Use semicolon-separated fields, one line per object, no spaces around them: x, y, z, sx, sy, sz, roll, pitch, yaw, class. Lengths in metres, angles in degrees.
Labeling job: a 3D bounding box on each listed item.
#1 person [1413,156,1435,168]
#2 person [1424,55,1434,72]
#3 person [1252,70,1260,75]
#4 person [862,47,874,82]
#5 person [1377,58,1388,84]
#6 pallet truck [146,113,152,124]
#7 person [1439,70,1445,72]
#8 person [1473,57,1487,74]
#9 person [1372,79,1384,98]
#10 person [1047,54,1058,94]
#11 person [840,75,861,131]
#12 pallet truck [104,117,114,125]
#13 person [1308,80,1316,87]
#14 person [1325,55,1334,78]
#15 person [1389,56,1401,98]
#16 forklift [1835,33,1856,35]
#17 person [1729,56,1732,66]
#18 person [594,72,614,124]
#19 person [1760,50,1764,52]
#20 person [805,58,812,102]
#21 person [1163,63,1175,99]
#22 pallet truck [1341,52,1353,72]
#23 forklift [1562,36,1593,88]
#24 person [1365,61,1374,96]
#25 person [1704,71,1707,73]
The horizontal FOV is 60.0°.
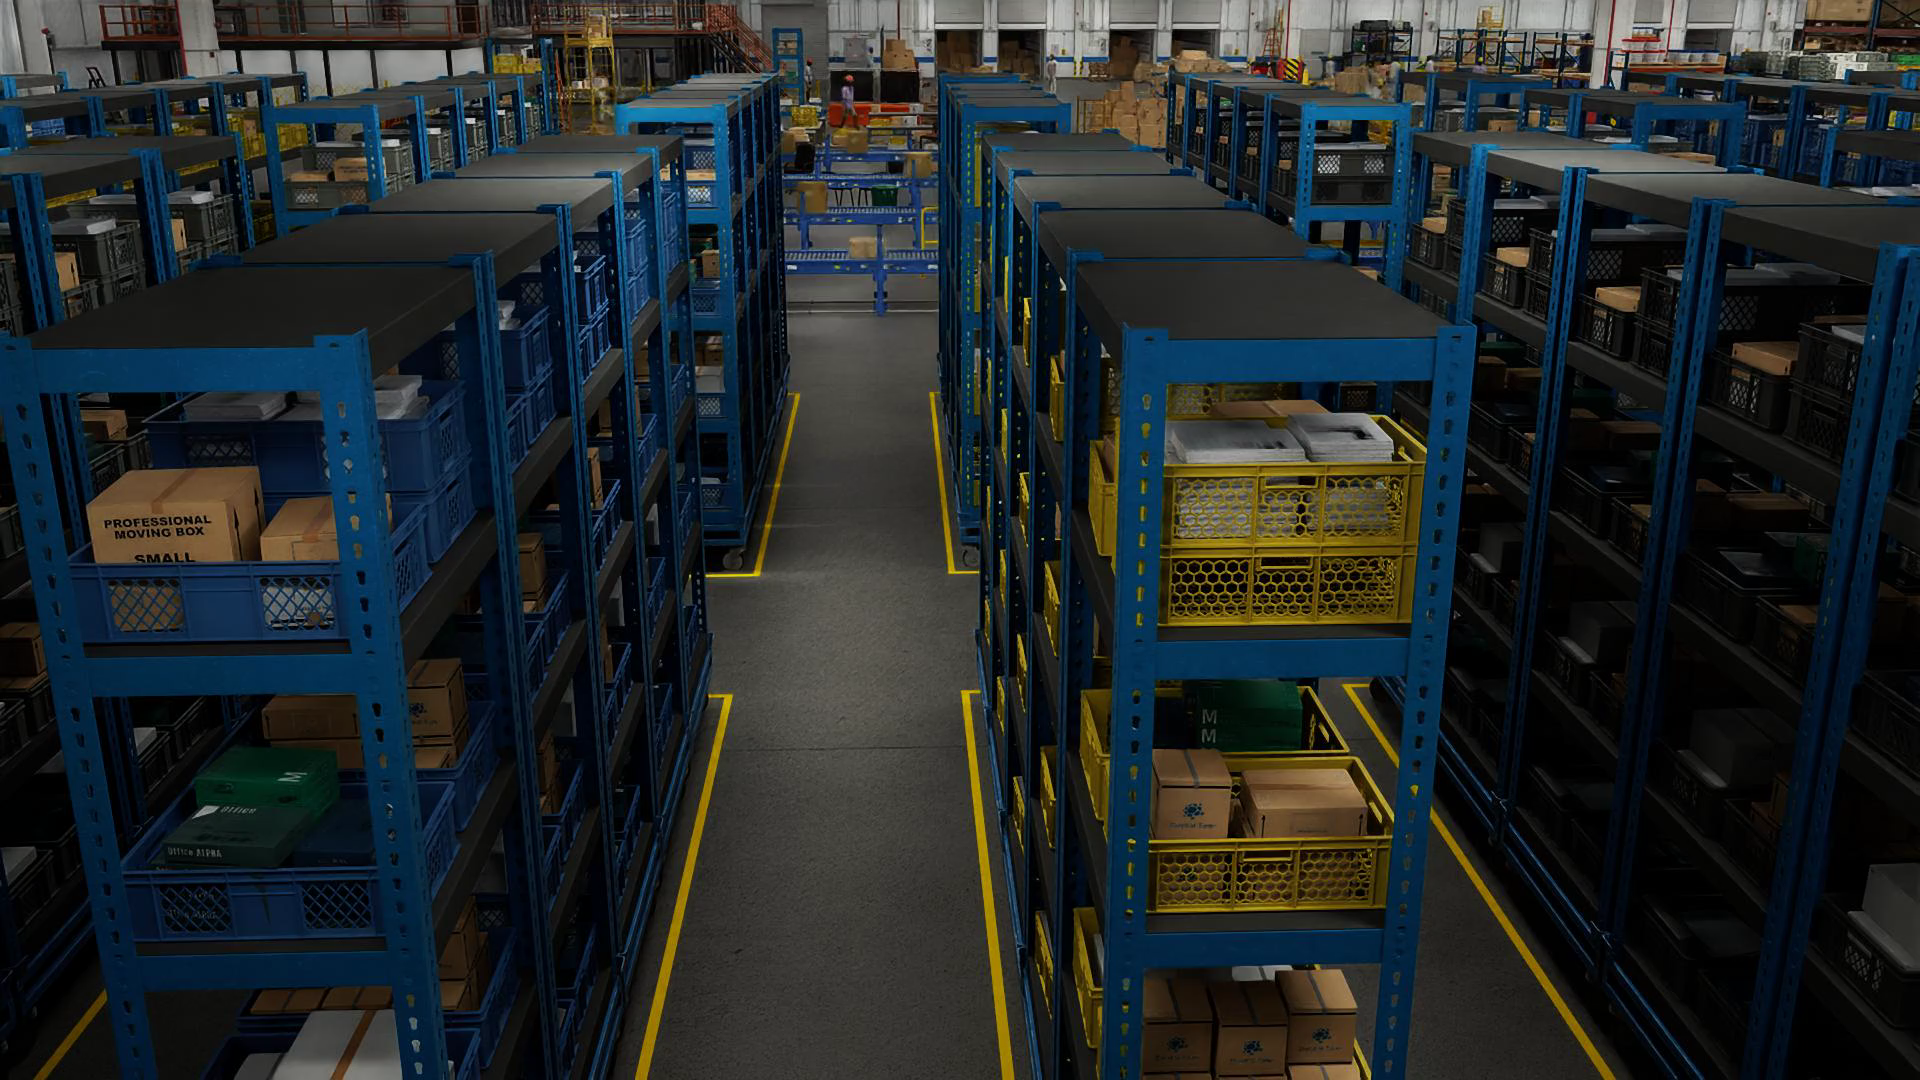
10.427;-8.499;37.430;0.542;1.721;0.914;16;24;40;person
23.089;-22.985;82.093;0.533;1.817;0.643;10;20;28;person
10.559;-15.773;59.490;0.387;1.996;0.611;-11;21;-30;person
-5.109;-26.812;93.772;0.751;1.928;0.618;4;18;11;person
20.763;-22.826;81.808;0.533;1.690;0.322;-1;18;-5;person
-18.087;-8.309;36.390;1.885;1.965;0.823;-1;18;-4;pallet truck
18.157;-16.835;62.965;1.020;1.874;0.563;13;22;35;person
24.007;-21.352;76.904;0.600;1.901;0.784;-1;18;-2;person
14.471;-14.993;57.399;0.689;1.795;0.615;4;18;12;person
4.427;-22.409;80.116;0.371;1.940;0.627;-16;24;-40;person
-3.619;-14.384;55.197;1.043;1.986;0.637;12;22;33;person
-18.367;-7.885;35.078;1.885;1.965;0.823;1;18;2;pallet truck
12.350;-15.185;58.083;0.458;1.741;0.586;9;20;26;person
19.198;-24.300;86.357;0.502;1.697;0.910;-4;18;-11;person
20.513;-21.796;78.241;0.437;1.922;0.654;-10;20;-28;person
46.056;-25.071;86.845;1.129;2.768;1.873;-1;18;-2;forklift
37.477;-22.706;81.211;0.502;1.837;0.349;6;19;17;person
-13.154;-16.280;61.276;0.648;1.869;0.588;0;18;0;person
41.756;-24.633;87.018;0.599;1.922;0.625;-9;20;-25;person
-6.747;-20.630;74.633;0.388;1.929;0.564;-3;18;-10;person
8.304;-17.715;65.426;0.682;2.000;0.537;-3;18;-9;person
18.794;-23.123;82.231;0.823;1.965;1.885;-13;22;-35;pallet truck
28.994;-22.016;77.391;1.873;2.768;1.129;2;18;5;forklift
18.096;-20.193;73.381;0.402;1.861;0.501;9;20;26;person
27.877;-16.684;62.439;0.628;1.911;1.008;10;20;28;person
